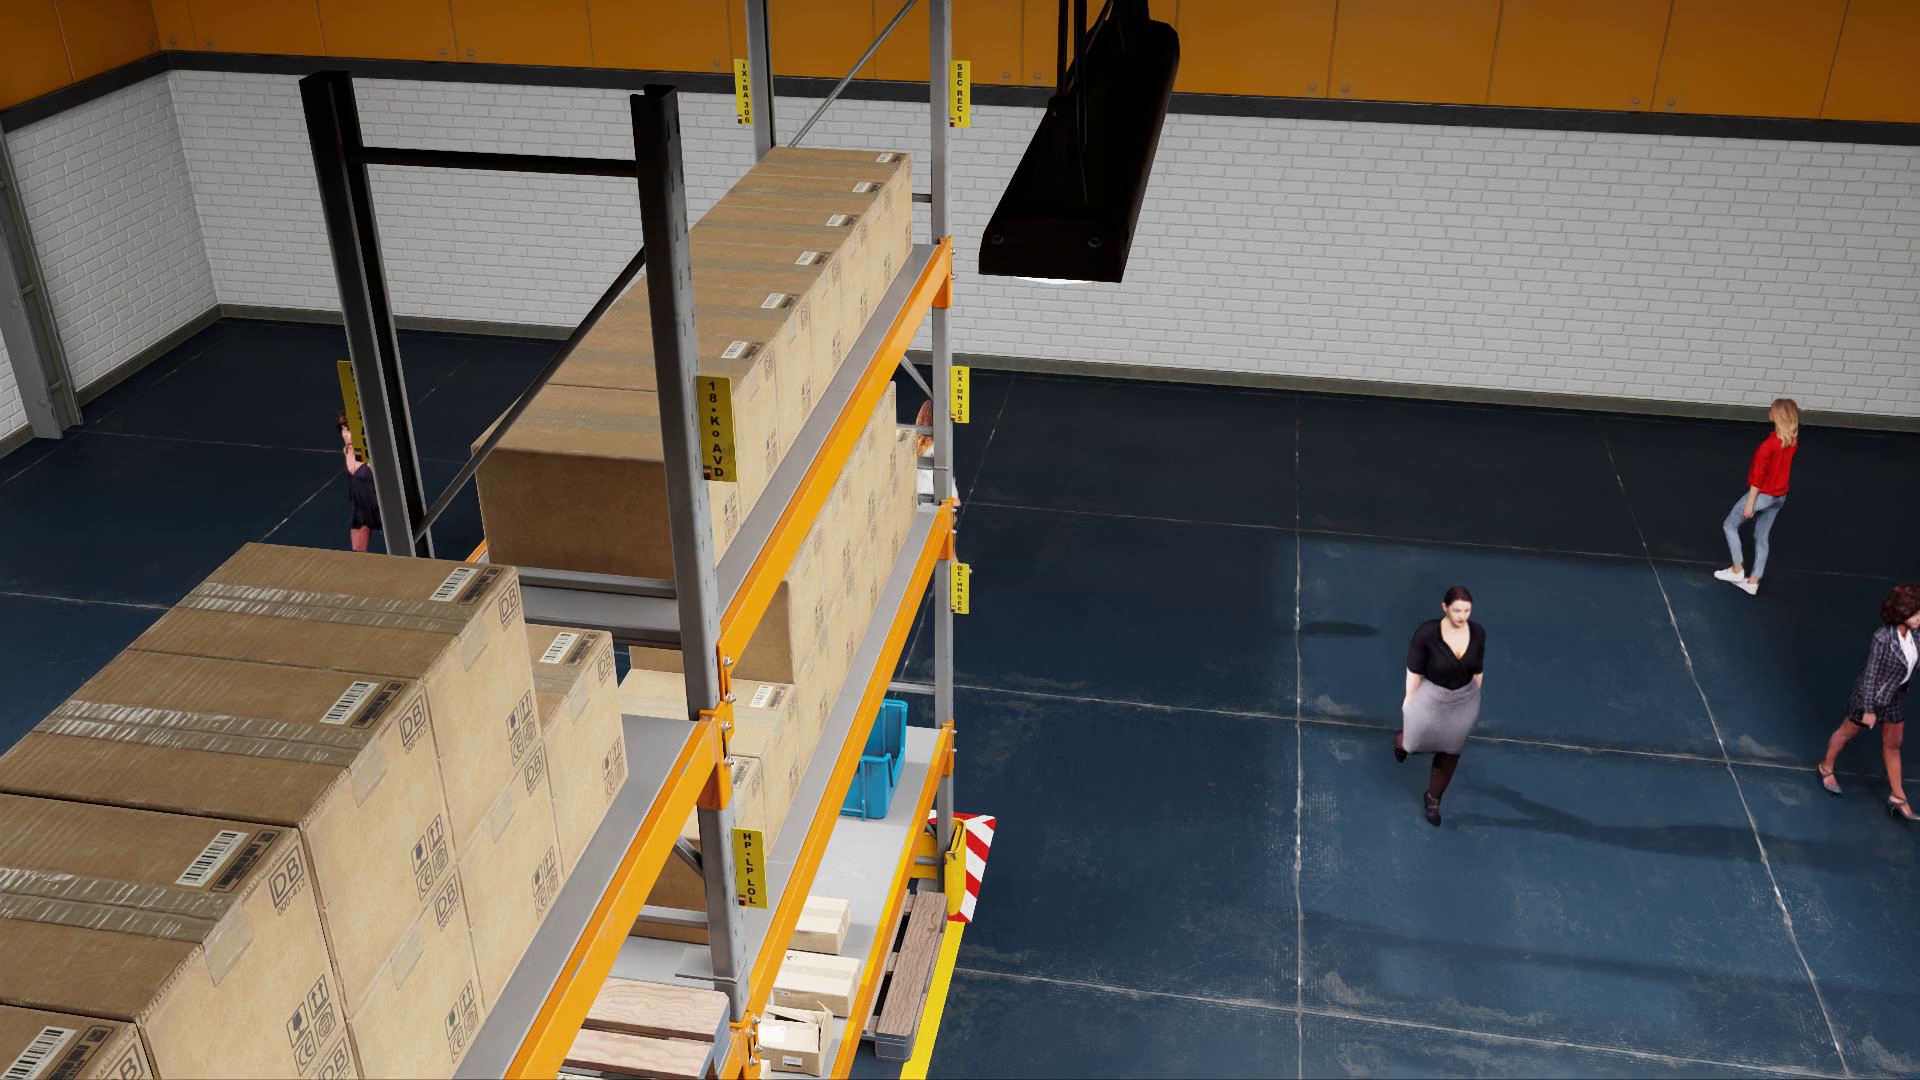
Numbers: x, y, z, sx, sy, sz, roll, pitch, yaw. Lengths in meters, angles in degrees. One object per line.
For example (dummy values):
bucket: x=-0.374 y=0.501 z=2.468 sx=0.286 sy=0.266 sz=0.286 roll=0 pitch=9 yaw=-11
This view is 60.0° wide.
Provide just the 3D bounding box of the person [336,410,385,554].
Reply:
person: x=-4.630 y=-0.252 z=13.310 sx=0.698 sy=1.747 sz=1.103 roll=10 pitch=30 yaw=18

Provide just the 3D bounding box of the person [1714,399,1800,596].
person: x=6.583 y=-0.307 z=13.470 sx=0.756 sy=1.691 sz=0.805 roll=-16 pitch=32 yaw=-27

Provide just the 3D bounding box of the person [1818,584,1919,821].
person: x=6.027 y=1.013 z=11.070 sx=0.970 sy=1.671 sz=1.087 roll=-13 pitch=31 yaw=-22

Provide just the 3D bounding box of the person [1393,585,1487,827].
person: x=3.136 y=1.036 z=10.955 sx=0.806 sy=1.742 sz=0.987 roll=-3 pitch=29 yaw=-6
